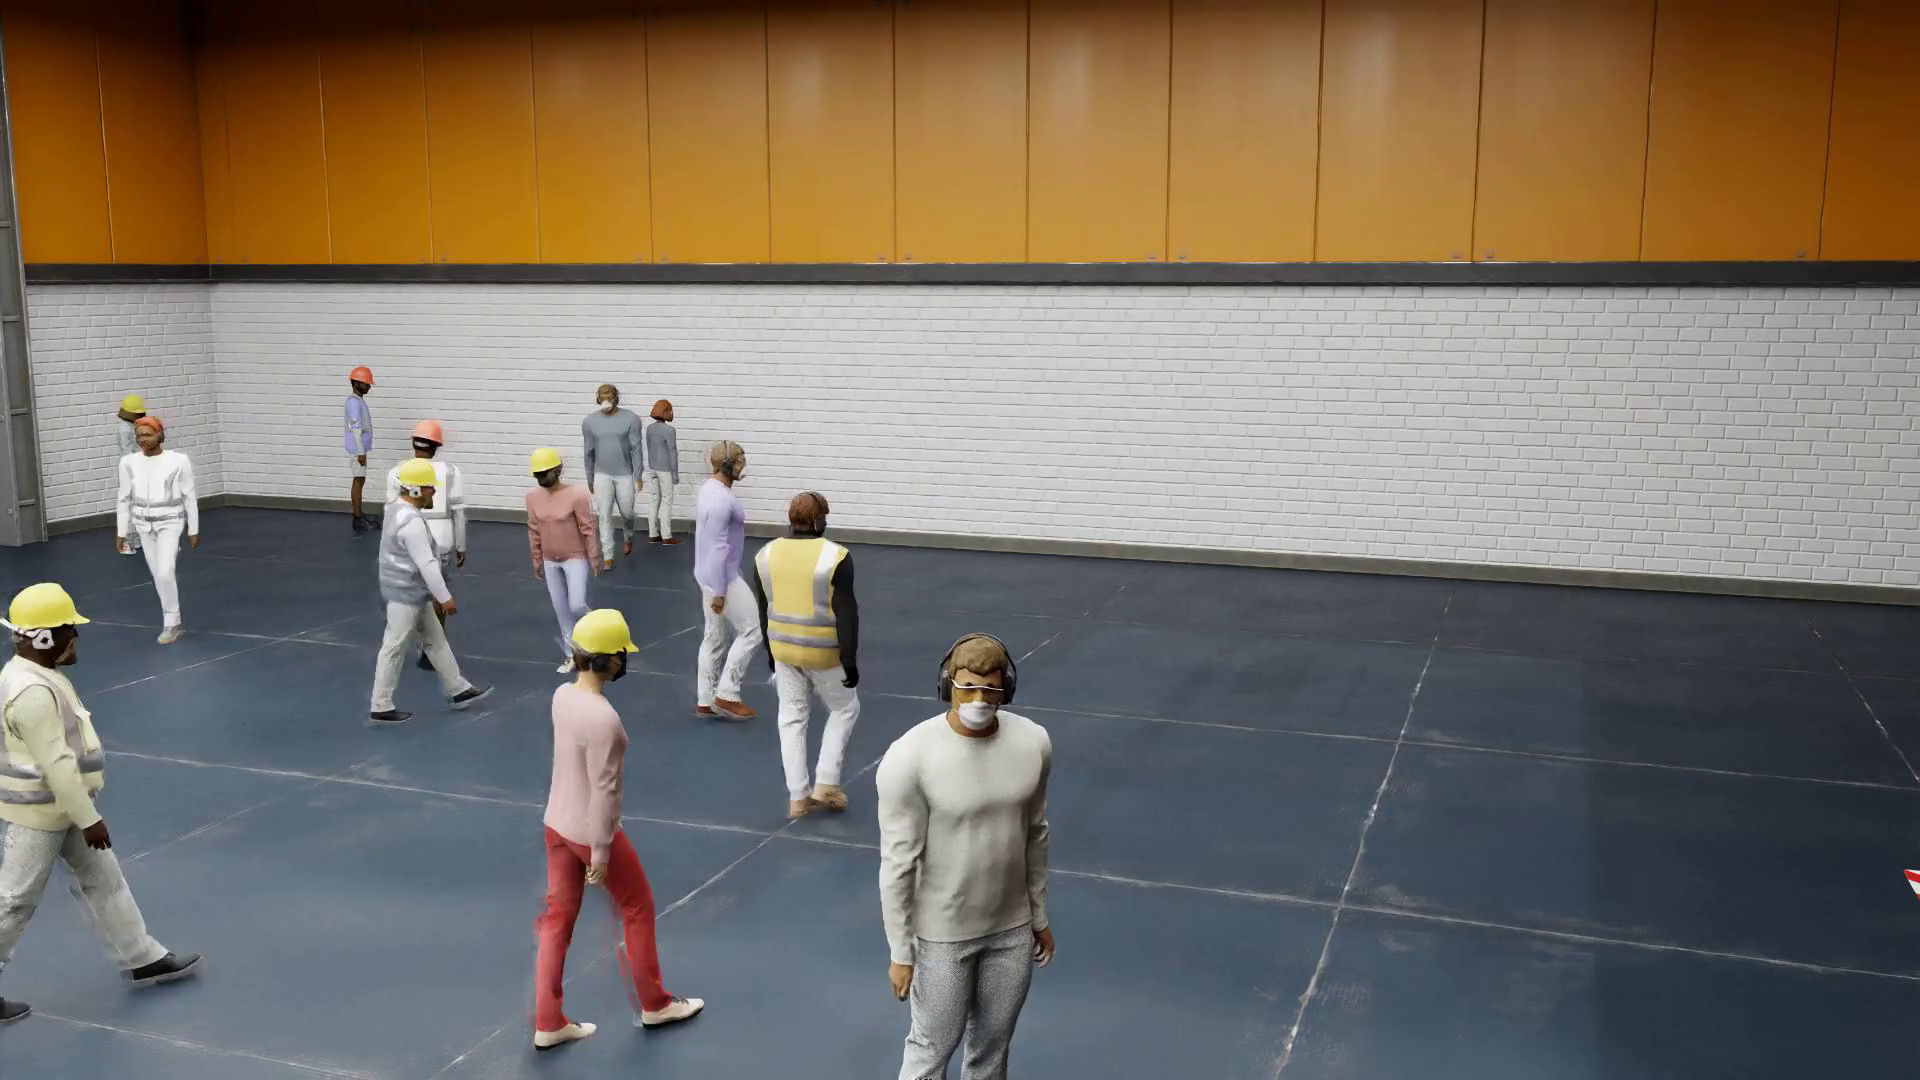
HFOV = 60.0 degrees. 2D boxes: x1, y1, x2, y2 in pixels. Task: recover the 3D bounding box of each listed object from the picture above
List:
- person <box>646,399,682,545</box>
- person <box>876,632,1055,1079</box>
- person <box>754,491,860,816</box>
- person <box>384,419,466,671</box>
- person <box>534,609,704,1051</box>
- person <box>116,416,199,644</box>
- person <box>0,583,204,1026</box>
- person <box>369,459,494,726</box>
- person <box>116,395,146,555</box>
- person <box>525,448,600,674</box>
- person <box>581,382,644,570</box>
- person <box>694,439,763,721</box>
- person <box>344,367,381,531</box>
[{"bbox_3d":[-3.314,-0.756,18.554,0.280,1.625,0.493,-9,13,-43],"label":"person"},{"bbox_3d":[0.032,1.232,5.248,0.632,1.936,0.359,-6,11,-33],"label":"person"},{"bbox_3d":[-0.826,0.635,9.280,0.659,1.826,0.482,4,10,25],"label":"person"},{"bbox_3d":[-4.127,0.033,12.788,0.577,1.901,0.667,-6,11,-32],"label":"person"},{"bbox_3d":[-1.375,1.122,6.572,0.780,1.733,0.526,-8,12,-40],"label":"person"},{"bbox_3d":[-6.584,-0.074,13.566,0.595,1.858,0.652,0,9,3],"label":"person"},{"bbox_3d":[-3.689,1.062,6.778,0.932,1.787,0.586,-4,10,-23],"label":"person"},{"bbox_3d":[-3.588,0.345,11.205,0.919,1.783,0.595,-4,10,-22],"label":"person"},{"bbox_3d":[-8.995,-0.727,18.142,0.342,1.709,0.732,-2,9,-12],"label":"person"},{"bbox_3d":[-2.991,0.158,12.527,0.533,1.738,0.530,3,10,19],"label":"person"},{"bbox_3d":[-3.567,-0.678,17.175,0.634,1.921,0.797,0,9,-3],"label":"person"},{"bbox_3d":[-1.561,0.281,11.216,0.542,1.921,0.640,-3,10,-16],"label":"person"},{"bbox_3d":[-7.048,-1.077,19.605,0.385,1.927,0.545,-3,10,-17],"label":"person"}]
